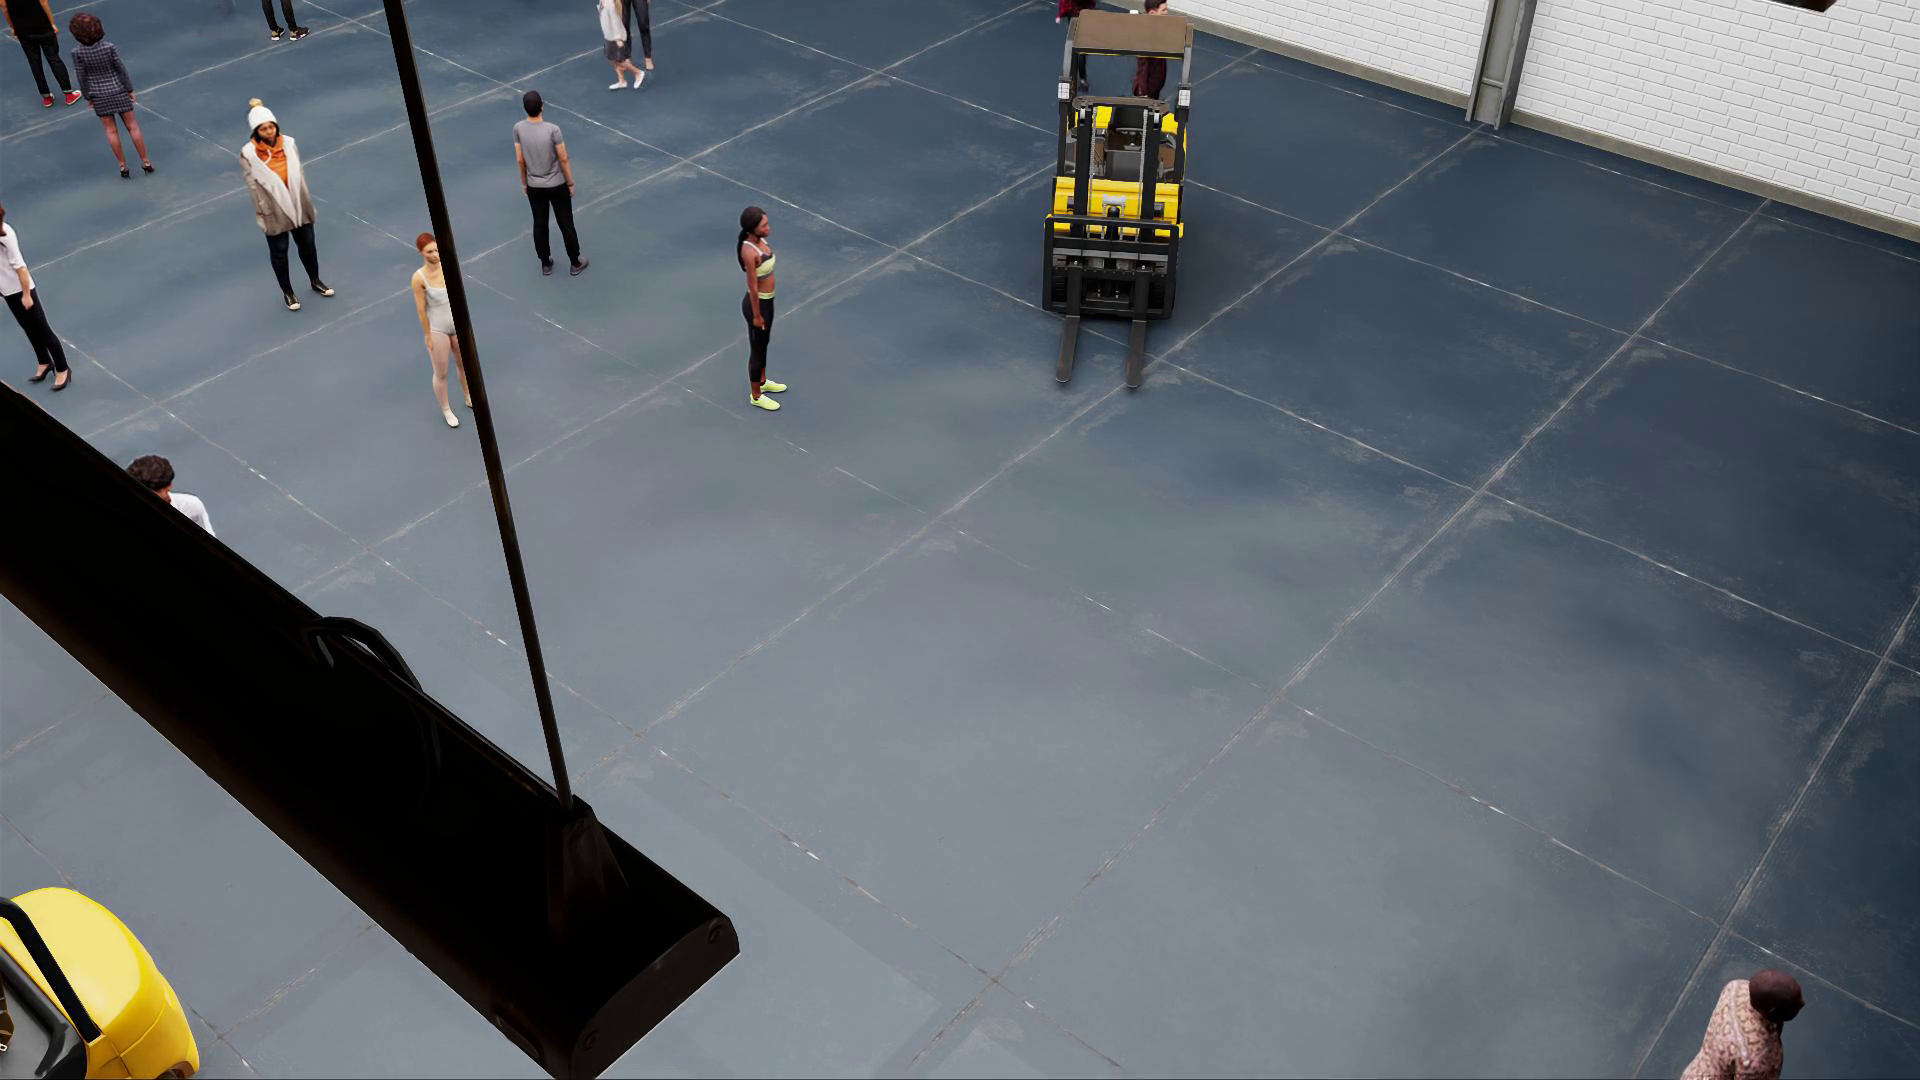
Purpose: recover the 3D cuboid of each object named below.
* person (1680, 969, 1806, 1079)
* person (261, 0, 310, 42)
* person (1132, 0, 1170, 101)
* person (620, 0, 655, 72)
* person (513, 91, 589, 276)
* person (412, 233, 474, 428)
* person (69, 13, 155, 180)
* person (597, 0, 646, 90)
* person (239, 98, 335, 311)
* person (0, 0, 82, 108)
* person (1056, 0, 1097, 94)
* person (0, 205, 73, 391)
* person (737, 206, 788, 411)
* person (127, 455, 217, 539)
[{"bbox_3d":[3.511,2.602,7.740,0.771,1.806,0.783,9,40,12],"label":"person"},{"bbox_3d":[-8.111,-6.790,19.463,0.703,1.852,0.810,4,39,5],"label":"person"},{"bbox_3d":[1.885,-4.562,16.663,0.735,1.864,0.769,10,40,13],"label":"person"},{"bbox_3d":[-3.728,-6.198,18.789,0.680,1.768,0.735,-4,39,-5],"label":"person"},{"bbox_3d":[-3.752,-3.235,15.090,0.669,1.754,0.759,2,39,2],"label":"person"},{"bbox_3d":[-4.104,-1.696,13.252,0.478,1.643,0.553,30,47,32],"label":"person"},{"bbox_3d":[-8.507,-4.436,16.636,0.693,1.701,0.682,-17,42,-20],"label":"person"},{"bbox_3d":[-3.777,-5.610,18.460,0.704,1.259,0.675,-19,42,-22],"label":"person"},{"bbox_3d":[-5.973,-2.974,14.656,0.708,1.888,0.686,-32,48,-33],"label":"person"},{"bbox_3d":[-10.047,-5.572,18.012,0.727,1.758,0.765,-8,39,-9],"label":"person"},{"bbox_3d":[1.371,-5.719,18.289,0.625,1.643,0.651,-29,47,-32],"label":"person"},{"bbox_3d":[-7.676,-2.039,13.559,0.492,1.794,0.695,22,44,25],"label":"person"},{"bbox_3d":[-1.626,-1.887,13.402,0.667,1.754,0.646,5,39,6],"label":"person"},{"bbox_3d":[-4.985,0.214,10.727,0.710,1.808,0.699,-15,41,-18],"label":"person"}]
